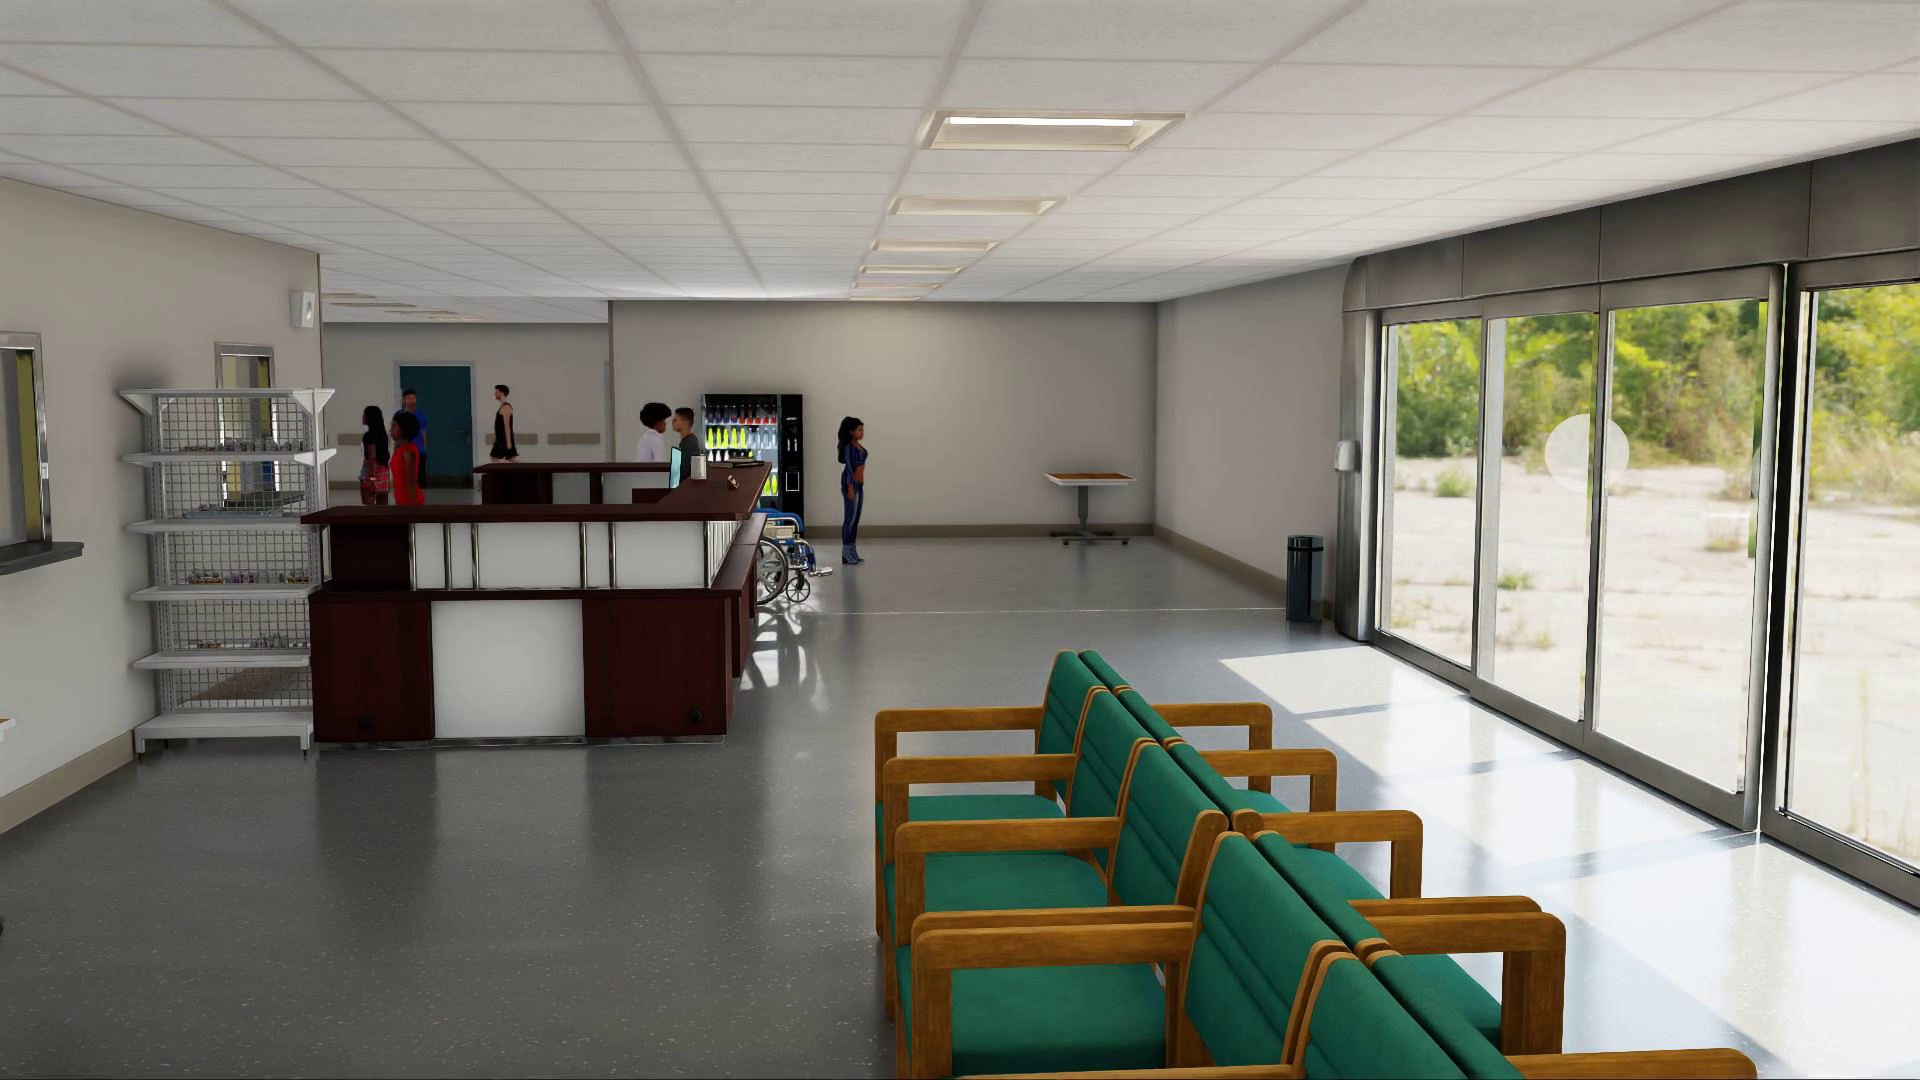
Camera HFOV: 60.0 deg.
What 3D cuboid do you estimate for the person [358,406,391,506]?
[{"bbox_3d":[-6.566,-0.664,18.956,0.988,1.710,0.708,0,6,5],"label":"person"}]

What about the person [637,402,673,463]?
[{"bbox_3d":[-3.102,-0.464,16.540,0.785,1.795,0.769,-4,7,-34],"label":"person"}]

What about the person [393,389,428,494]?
[{"bbox_3d":[-7.636,-1.147,23.072,1.119,1.846,1.008,-4,7,-33],"label":"person"}]

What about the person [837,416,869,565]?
[{"bbox_3d":[-1.173,-0.551,18.289,0.669,1.619,0.688,2,6,16],"label":"person"}]

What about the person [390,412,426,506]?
[{"bbox_3d":[-4.854,-0.259,14.924,1.154,1.711,0.856,-3,6,-26],"label":"person"}]

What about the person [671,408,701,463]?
[{"bbox_3d":[-2.544,-0.390,16.020,0.796,1.751,0.680,-1,6,-13],"label":"person"}]

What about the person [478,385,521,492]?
[{"bbox_3d":[-7.816,-1.736,28.887,1.208,1.855,0.729,-1,6,-10],"label":"person"}]
